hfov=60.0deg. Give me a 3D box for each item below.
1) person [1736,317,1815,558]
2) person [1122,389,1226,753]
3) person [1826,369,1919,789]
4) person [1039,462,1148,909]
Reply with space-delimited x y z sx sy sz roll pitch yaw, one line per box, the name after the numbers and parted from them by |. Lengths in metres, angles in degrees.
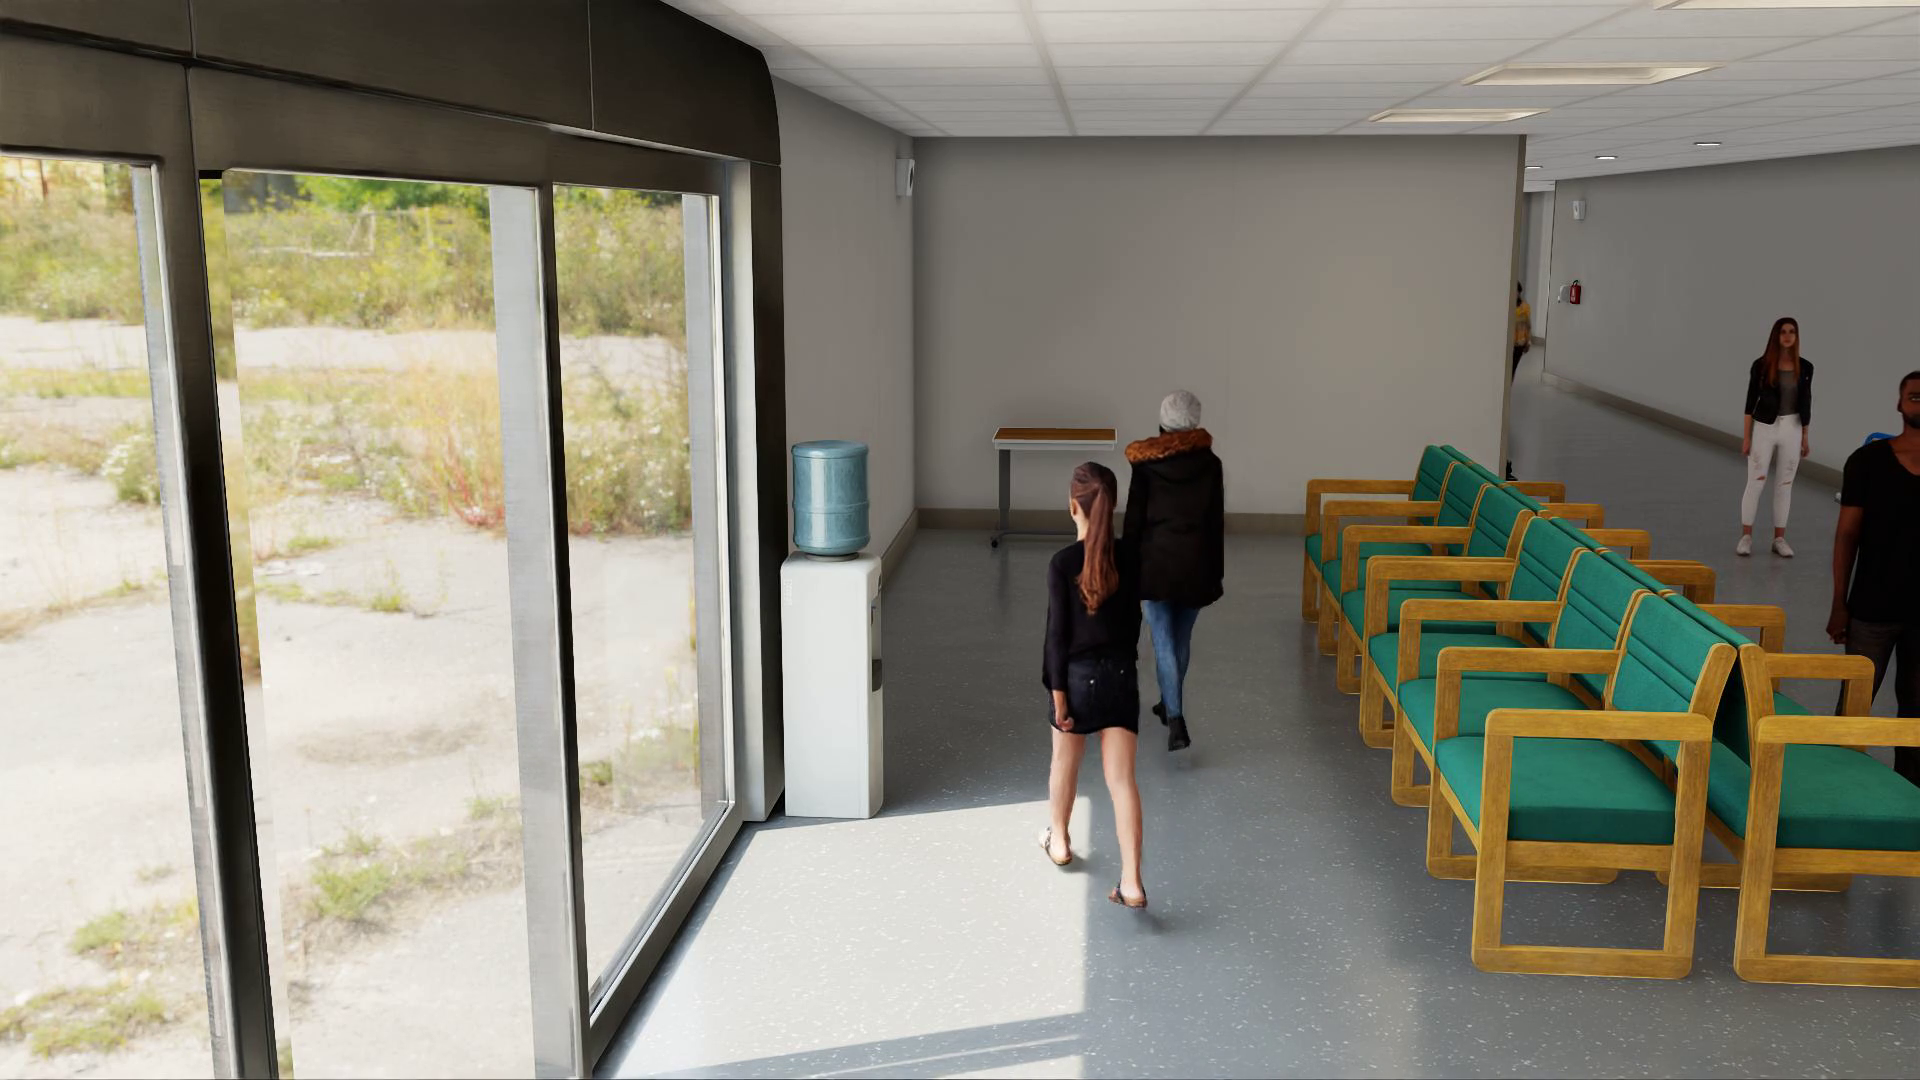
5.834 -0.742 11.898 0.496 1.704 0.689 2 11 12 | person
0.962 0.164 7.402 1.018 1.601 0.811 -1 11 -5 | person
3.647 0.239 6.458 0.525 1.806 0.730 3 11 14 | person
0.504 0.522 5.731 1.052 1.521 0.779 -2 11 -11 | person
